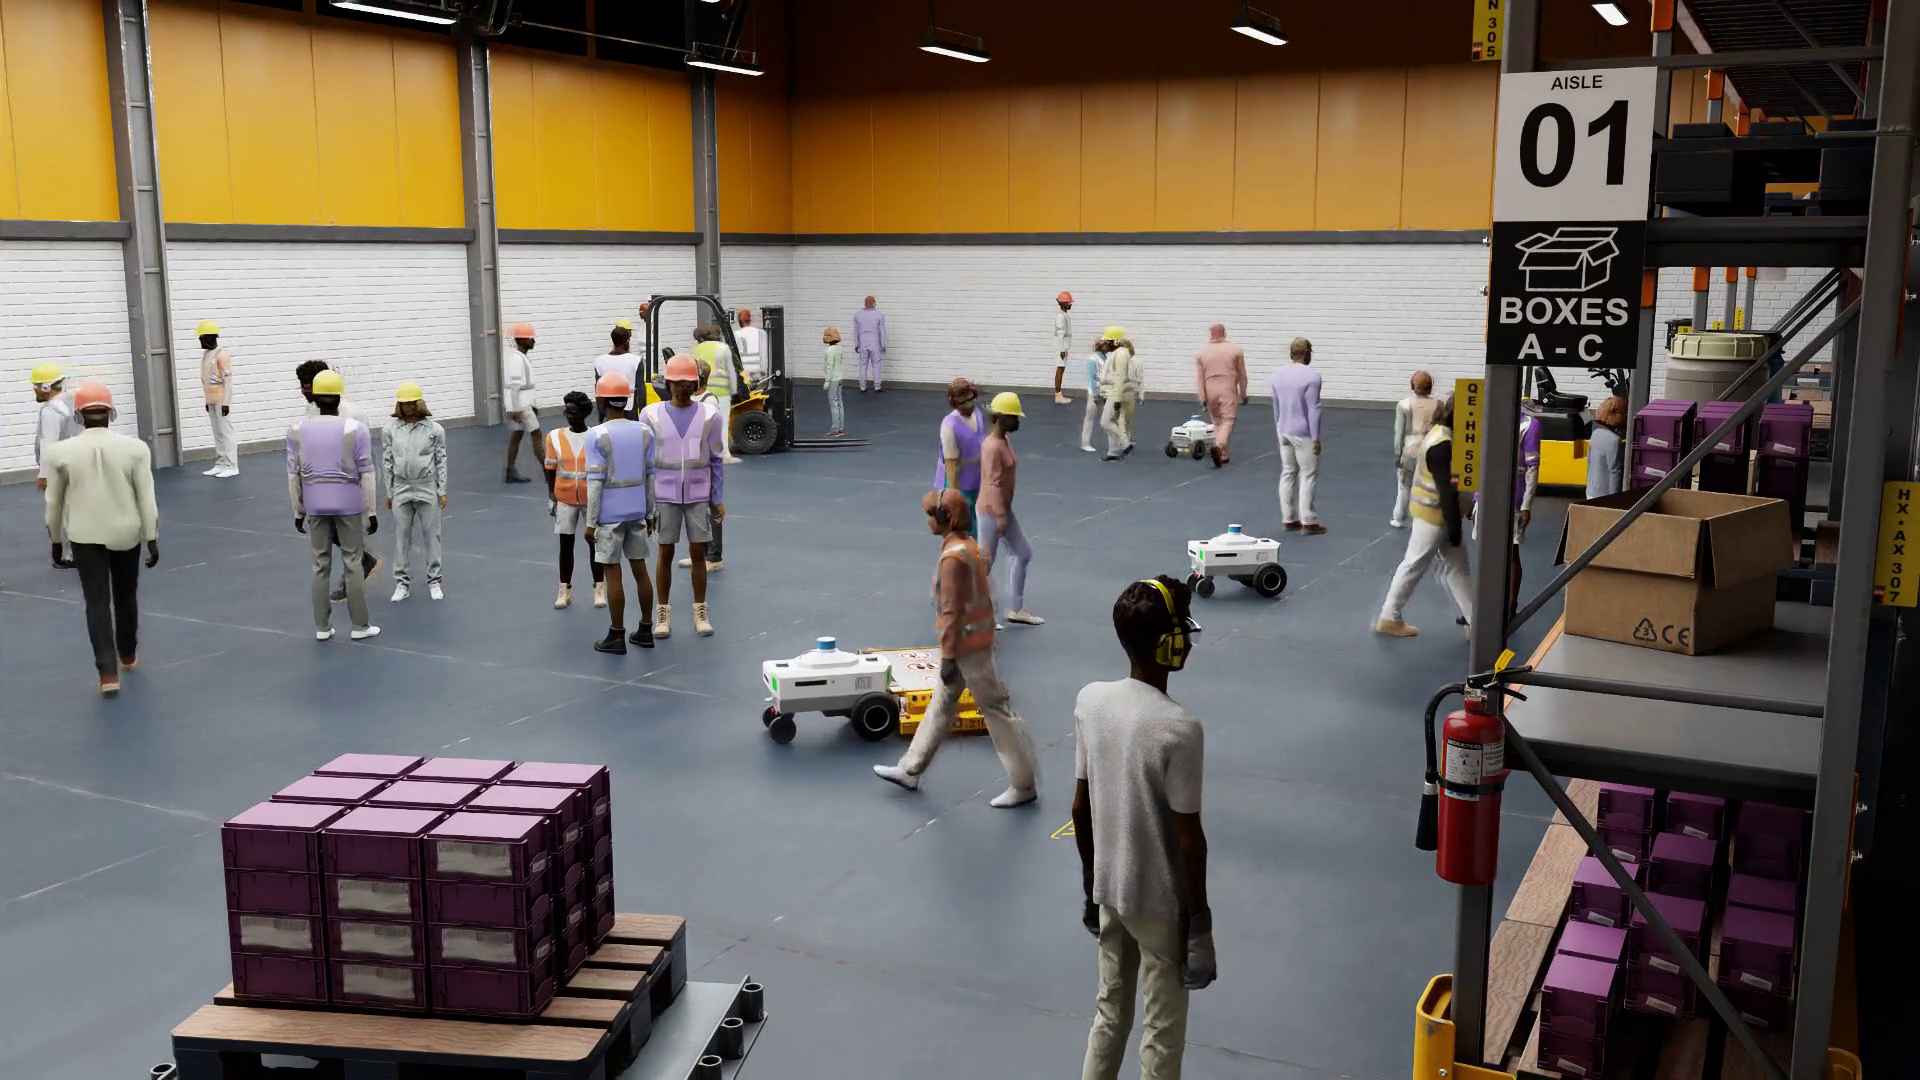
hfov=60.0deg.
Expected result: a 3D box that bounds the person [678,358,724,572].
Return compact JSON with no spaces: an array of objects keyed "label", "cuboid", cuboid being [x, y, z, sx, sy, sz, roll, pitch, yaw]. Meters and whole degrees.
[{"label":"person","cuboid":[-2.239,-0.642,14.358,0.333,1.844,0.514,-6,11,-31]}]

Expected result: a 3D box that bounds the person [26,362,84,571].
[{"label":"person","cuboid":[-7.767,-0.627,14.366,0.433,1.812,0.631,-3,10,-15]}]

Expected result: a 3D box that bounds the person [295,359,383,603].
[{"label":"person","cuboid":[-4.896,-0.467,13.109,0.613,1.934,0.593,7,12,36]}]

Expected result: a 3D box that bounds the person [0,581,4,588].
[{"label":"person","cuboid":[-8.030,-0.520,13.378,0.370,1.940,0.627,0,10,1]}]

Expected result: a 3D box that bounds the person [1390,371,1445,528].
[{"label":"person","cuboid":[4.499,-0.849,16.296,0.520,1.599,0.841,0,10,1]}]

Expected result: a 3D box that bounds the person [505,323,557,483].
[{"label":"person","cuboid":[-5.055,-1.616,19.809,0.875,1.905,0.570,-2,10,-9]}]

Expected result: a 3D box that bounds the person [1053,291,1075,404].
[{"label":"person","cuboid":[1.897,-3.515,30.412,0.383,2.045,0.605,1,10,7]}]

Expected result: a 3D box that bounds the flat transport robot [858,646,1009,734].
[{"label":"flat transport robot","cuboid":[-0.186,0.878,10.109,0.652,0.197,1.431,-2,10,-14]}]

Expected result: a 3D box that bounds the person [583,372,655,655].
[{"label":"person","cuboid":[-2.357,-0.185,11.448,0.373,1.935,0.552,9,13,43]}]

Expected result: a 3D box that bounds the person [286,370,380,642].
[{"label":"person","cuboid":[-4.424,-0.238,11.779,0.595,1.925,0.373,0,10,-2]}]

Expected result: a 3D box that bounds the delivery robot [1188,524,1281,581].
[{"label":"delivery robot","cuboid":[2.210,0.118,13.419,0.707,0.478,0.477,-2,10,-10]}]

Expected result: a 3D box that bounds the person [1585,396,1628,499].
[{"label":"person","cuboid":[5.072,-0.316,13.080,0.267,1.632,0.507,0,10,0]}]

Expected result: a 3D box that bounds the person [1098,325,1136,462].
[{"label":"person","cuboid":[2.014,-1.894,21.712,0.423,1.810,0.633,0,10,1]}]

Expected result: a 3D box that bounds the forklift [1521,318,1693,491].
[{"label":"forklift","cuboid":[7.066,-1.601,18.899,2.313,2.155,1.214,5,11,27]}]

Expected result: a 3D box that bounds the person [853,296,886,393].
[{"label":"person","cuboid":[-1.765,-3.850,32.753,0.652,1.906,0.402,2,10,13]}]

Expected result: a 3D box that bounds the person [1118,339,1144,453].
[{"label":"person","cuboid":[2.287,-1.997,23.024,0.514,1.563,0.966,-1,10,-6]}]

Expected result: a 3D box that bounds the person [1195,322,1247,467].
[{"label":"person","cuboid":[3.345,-1.880,21.468,0.652,1.867,0.868,5,11,26]}]

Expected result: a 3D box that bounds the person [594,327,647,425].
[{"label":"person","cuboid":[-3.835,-1.453,18.856,0.587,1.915,0.394,1,10,8]}]

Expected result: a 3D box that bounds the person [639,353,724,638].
[{"label":"person","cuboid":[-1.980,-0.314,11.886,0.605,2.045,0.383,-2,10,-13]}]

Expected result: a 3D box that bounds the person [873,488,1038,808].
[{"label":"person","cuboid":[-0.016,0.531,8.302,0.878,1.574,0.582,1,10,5]}]

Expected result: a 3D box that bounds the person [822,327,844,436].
[{"label":"person","cuboid":[-1.911,-2.371,24.975,0.279,1.634,0.498,3,10,17]}]

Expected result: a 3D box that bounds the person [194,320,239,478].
[{"label":"person","cuboid":[-9.128,-1.728,20.409,0.590,1.926,0.388,9,14,44]}]

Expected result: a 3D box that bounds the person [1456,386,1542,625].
[{"label":"person","cuboid":[3.936,-0.307,12.145,0.542,1.940,0.355,10,14,44]}]

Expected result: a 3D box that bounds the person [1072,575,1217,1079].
[{"label":"person","cuboid":[0.529,1.022,4.661,0.329,1.869,0.511,-8,12,-37]}]

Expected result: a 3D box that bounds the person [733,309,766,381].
[{"label":"person","cuboid":[-3.382,-2.658,25.956,0.600,1.862,0.713,-10,14,-44]}]

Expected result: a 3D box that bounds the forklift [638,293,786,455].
[{"label":"forklift","cuboid":[-3.588,-2.317,23.042,2.313,2.155,1.214,-1,10,-5]}]

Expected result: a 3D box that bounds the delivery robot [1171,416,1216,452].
[{"label":"delivery robot","cuboid":[3.161,-1.430,22.379,0.477,0.478,0.707,9,13,41]}]

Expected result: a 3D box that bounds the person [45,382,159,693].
[{"label":"person","cuboid":[-5.454,-0.033,10.588,0.635,1.939,1.045,-5,11,-27]}]

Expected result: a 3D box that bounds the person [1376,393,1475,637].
[{"label":"person","cuboid":[3.434,-0.160,11.765,0.958,1.778,0.638,4,11,24]}]

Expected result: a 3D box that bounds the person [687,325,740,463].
[{"label":"person","cuboid":[-3.241,-1.893,21.754,0.706,1.807,0.432,3,10,14]}]

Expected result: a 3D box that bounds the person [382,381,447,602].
[{"label":"person","cuboid":[-4.298,-0.381,13.136,0.487,1.744,0.312,-2,10,-10]}]

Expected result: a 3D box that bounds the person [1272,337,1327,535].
[{"label":"person","cuboid":[3.314,-1.021,16.307,0.414,1.932,0.655,-6,11,-31]}]

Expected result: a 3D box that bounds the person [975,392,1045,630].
[{"label":"person","cuboid":[0.361,-0.196,12.041,0.661,1.741,0.562,3,10,15]}]

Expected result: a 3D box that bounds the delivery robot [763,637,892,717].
[{"label":"delivery robot","cuboid":[-0.759,0.797,9.485,0.707,0.478,0.477,-3,10,-15]}]

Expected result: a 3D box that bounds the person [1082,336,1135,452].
[{"label":"person","cuboid":[1.995,-1.979,22.791,0.841,1.593,0.546,9,13,42]}]

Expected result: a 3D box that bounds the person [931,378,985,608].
[{"label":"person","cuboid":[-0.005,-0.352,12.807,0.384,1.808,0.668,3,10,19]}]

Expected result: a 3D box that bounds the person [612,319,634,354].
[{"label":"person","cuboid":[-5.031,-2.435,24.972,0.328,1.765,0.532,-7,12,-34]}]

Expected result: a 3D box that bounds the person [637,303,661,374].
[{"label":"person","cuboid":[-5.391,-3.149,28.761,0.340,1.882,0.586,-9,13,-41]}]

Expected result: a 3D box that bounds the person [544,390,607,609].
[{"label":"person","cuboid":[-2.935,-0.312,12.869,0.535,1.699,0.322,-1,10,-4]}]
